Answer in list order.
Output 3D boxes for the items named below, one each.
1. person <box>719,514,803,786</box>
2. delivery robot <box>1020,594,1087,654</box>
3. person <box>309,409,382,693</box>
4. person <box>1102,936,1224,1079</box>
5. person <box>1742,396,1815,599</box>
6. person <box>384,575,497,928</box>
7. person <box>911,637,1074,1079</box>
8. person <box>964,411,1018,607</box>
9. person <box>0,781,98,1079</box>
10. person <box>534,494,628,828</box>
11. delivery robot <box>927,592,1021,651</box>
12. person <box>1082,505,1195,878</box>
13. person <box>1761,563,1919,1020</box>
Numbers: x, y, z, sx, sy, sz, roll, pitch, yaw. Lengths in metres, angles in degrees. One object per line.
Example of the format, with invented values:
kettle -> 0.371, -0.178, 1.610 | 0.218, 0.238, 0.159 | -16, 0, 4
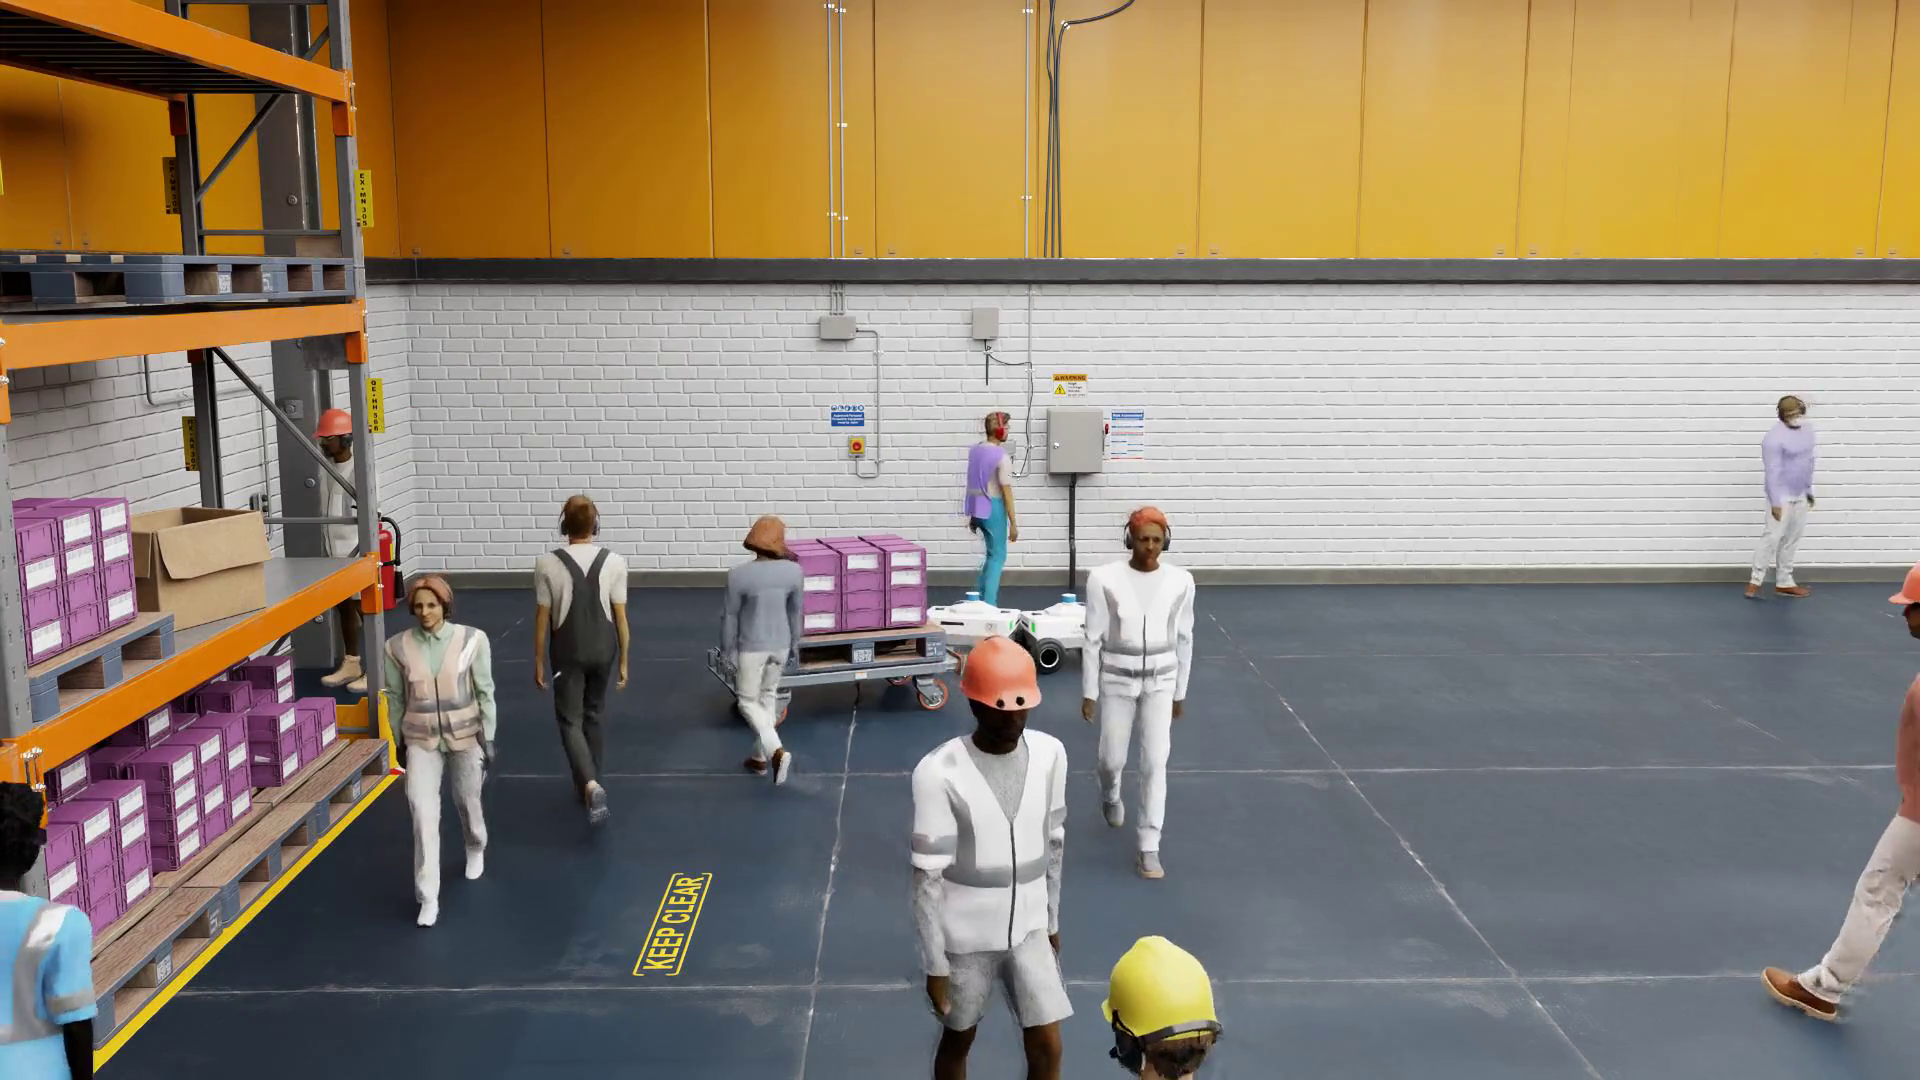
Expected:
person -> -1.143, 0.648, 9.797 | 0.516, 1.602, 0.690 | -6, 11, -35
delivery robot -> 0.832, 0.653, 12.675 | 0.707, 0.478, 0.477 | -2, 9, -14
person -> -4.414, 0.079, 11.937 | 0.614, 2.040, 0.390 | 7, 11, 36
person -> 0.382, 1.632, 3.375 | 0.548, 1.726, 0.868 | -3, 10, -20
person -> 7.557, -0.384, 15.248 | 0.722, 1.897, 0.379 | -6, 11, -32
person -> -2.472, 0.943, 7.970 | 0.509, 1.603, 0.835 | -2, 9, -12
person -> 0.142, 1.247, 5.191 | 0.571, 1.899, 0.860 | -4, 10, -25
person -> 0.285, -0.190, 14.235 | 0.459, 1.826, 0.590 | -5, 11, -28
person -> -2.542, 1.466, 4.543 | 0.551, 1.668, 0.720 | 0, 9, 1
person -> -2.048, 0.657, 9.104 | 0.512, 1.812, 0.844 | -5, 10, -26
delivery robot -> 0.095, 0.641, 12.749 | 0.707, 0.478, 0.477 | 2, 9, 13
person -> 0.895, 0.730, 8.502 | 0.587, 1.861, 0.719 | -1, 9, -4
person -> 3.794, 1.029, 6.452 | 0.629, 1.941, 1.045 | -7, 12, -37
